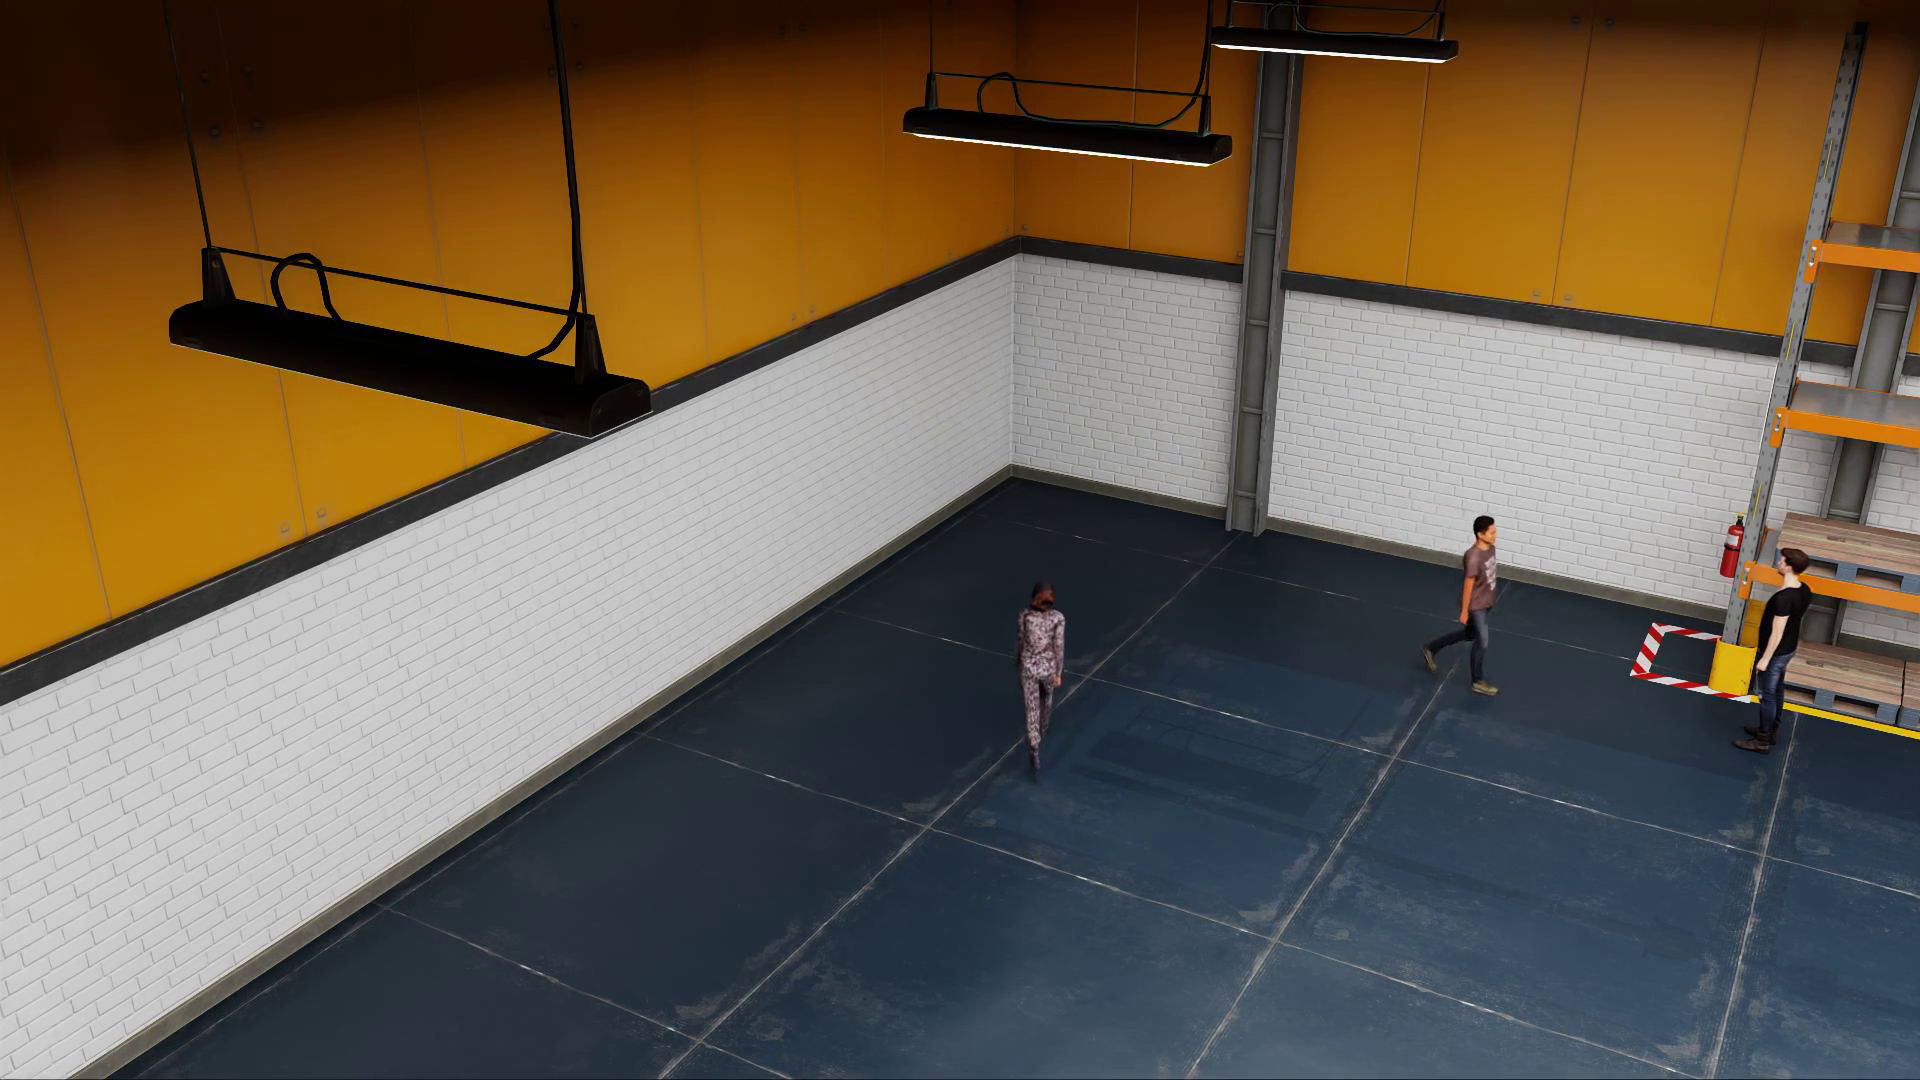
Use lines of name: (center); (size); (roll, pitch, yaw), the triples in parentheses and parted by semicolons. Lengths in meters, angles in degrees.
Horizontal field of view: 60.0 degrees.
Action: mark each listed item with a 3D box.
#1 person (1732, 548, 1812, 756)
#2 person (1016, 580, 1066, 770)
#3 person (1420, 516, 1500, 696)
person: (7.124, 0.961, 14.490); (0.637, 1.895, 0.731); (21, 31, 39)
person: (0.665, 1.171, 14.281); (1.122, 1.677, 1.014); (-1, 24, -1)
person: (4.744, 0.574, 15.556); (1.084, 1.751, 0.726); (17, 29, 34)
